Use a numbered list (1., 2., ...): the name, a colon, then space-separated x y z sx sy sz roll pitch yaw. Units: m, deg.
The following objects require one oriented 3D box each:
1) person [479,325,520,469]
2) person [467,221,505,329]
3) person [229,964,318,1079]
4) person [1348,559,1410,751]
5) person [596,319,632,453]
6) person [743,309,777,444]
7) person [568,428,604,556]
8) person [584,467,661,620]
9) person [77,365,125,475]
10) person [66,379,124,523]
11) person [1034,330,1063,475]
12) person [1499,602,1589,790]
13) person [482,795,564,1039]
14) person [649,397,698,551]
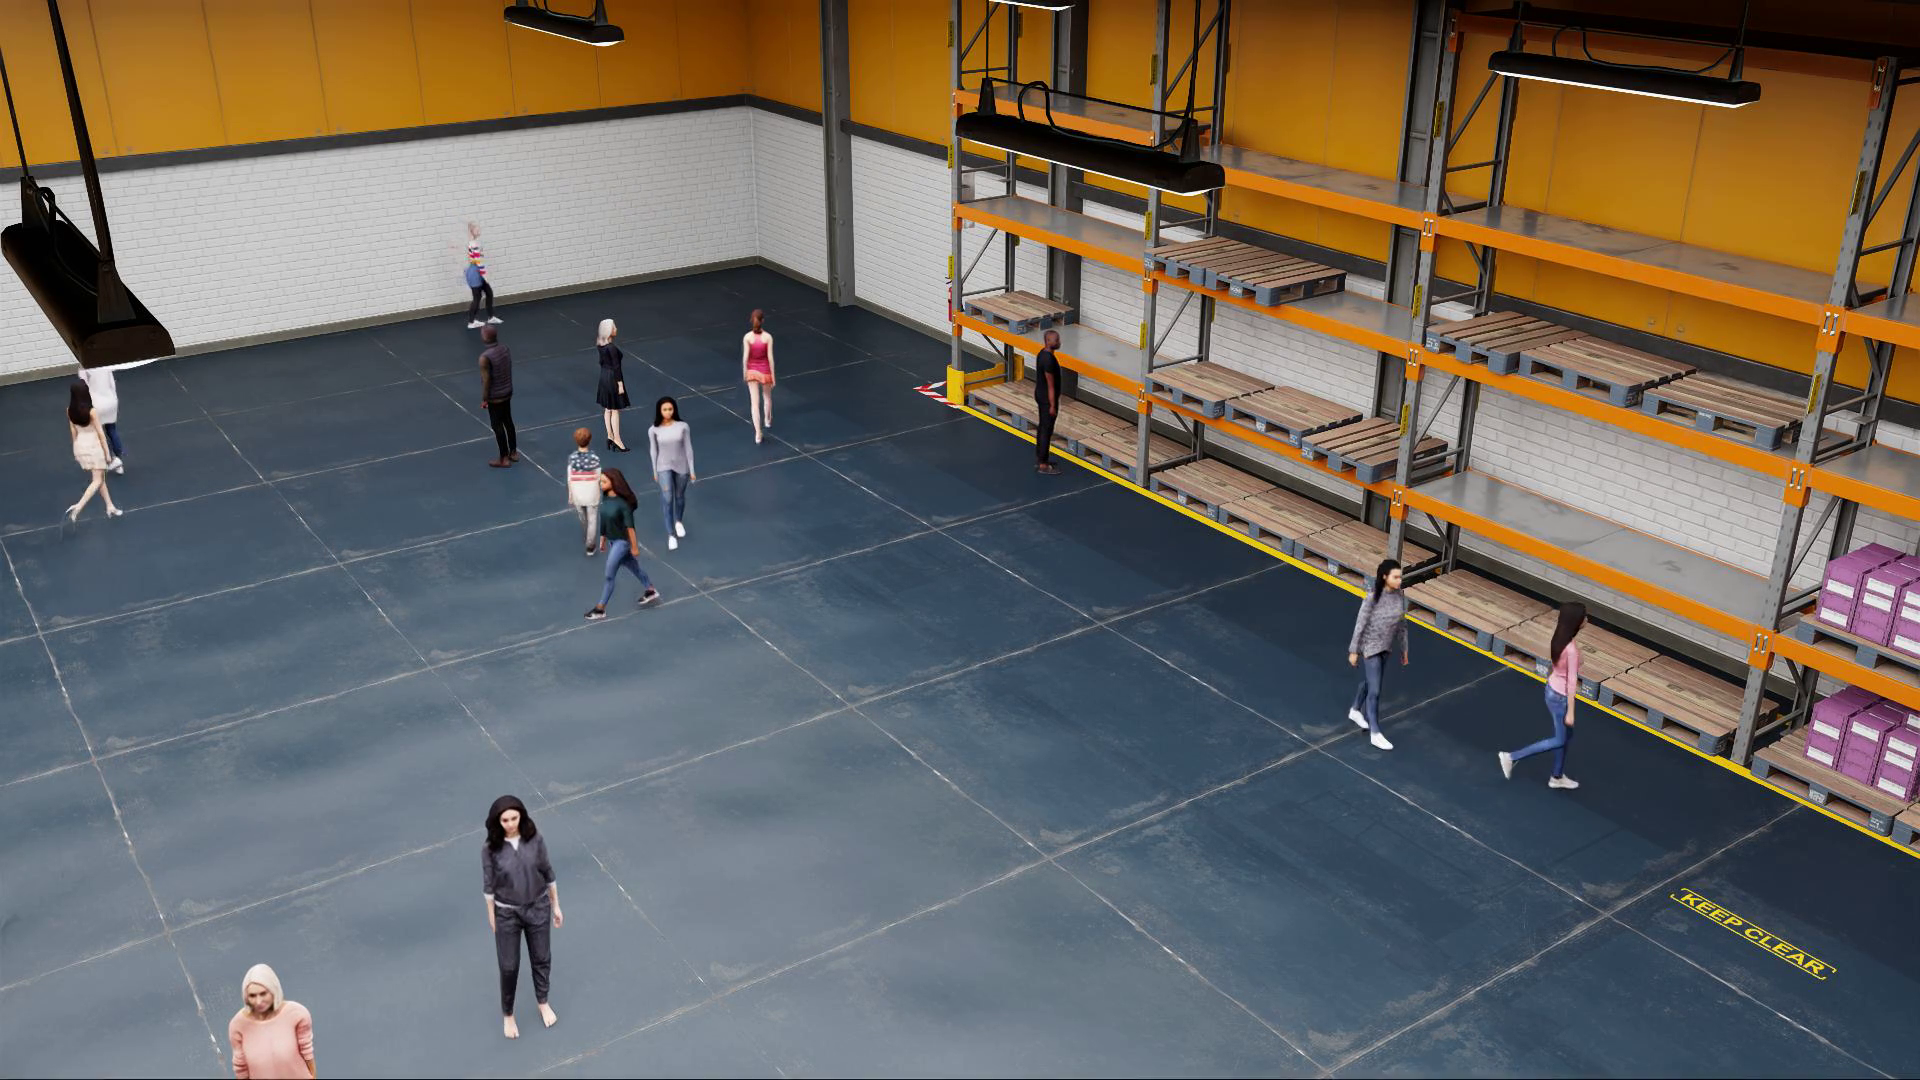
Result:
1. person: -5.806 -1.825 20.909 0.792 1.839 0.778 8 25 18
2. person: -7.745 -4.224 26.489 0.958 1.764 0.899 -8 25 -17
3. person: -3.928 3.171 9.622 0.650 1.725 0.603 -9 25 -19
4. person: 3.642 0.927 14.771 0.745 1.712 0.978 -12 26 -25
5. person: -4.476 -2.003 21.432 0.652 1.746 0.497 -17 29 -33
6. person: -2.633 -2.113 21.737 0.982 1.703 1.190 -1 24 -2
7. person: -4.154 -0.515 18.454 0.858 1.405 1.004 -1 24 -1
8. person: -3.418 0.013 17.043 0.741 1.567 1.072 -20 30 -38
9. person: -10.566 -1.637 20.571 0.748 1.765 0.734 14 27 28
10. person: -10.052 -0.962 19.092 0.980 1.713 0.975 8 25 17
11. person: 1.083 -1.732 20.722 0.812 1.818 0.694 -2 24 -4
12. person: 4.927 1.318 13.857 0.995 1.728 0.932 4 24 9
13. person: -2.953 2.457 11.211 0.662 1.761 0.626 -12 26 -25
14. person: -3.242 -0.812 18.761 0.842 1.703 1.087 -7 25 -16
